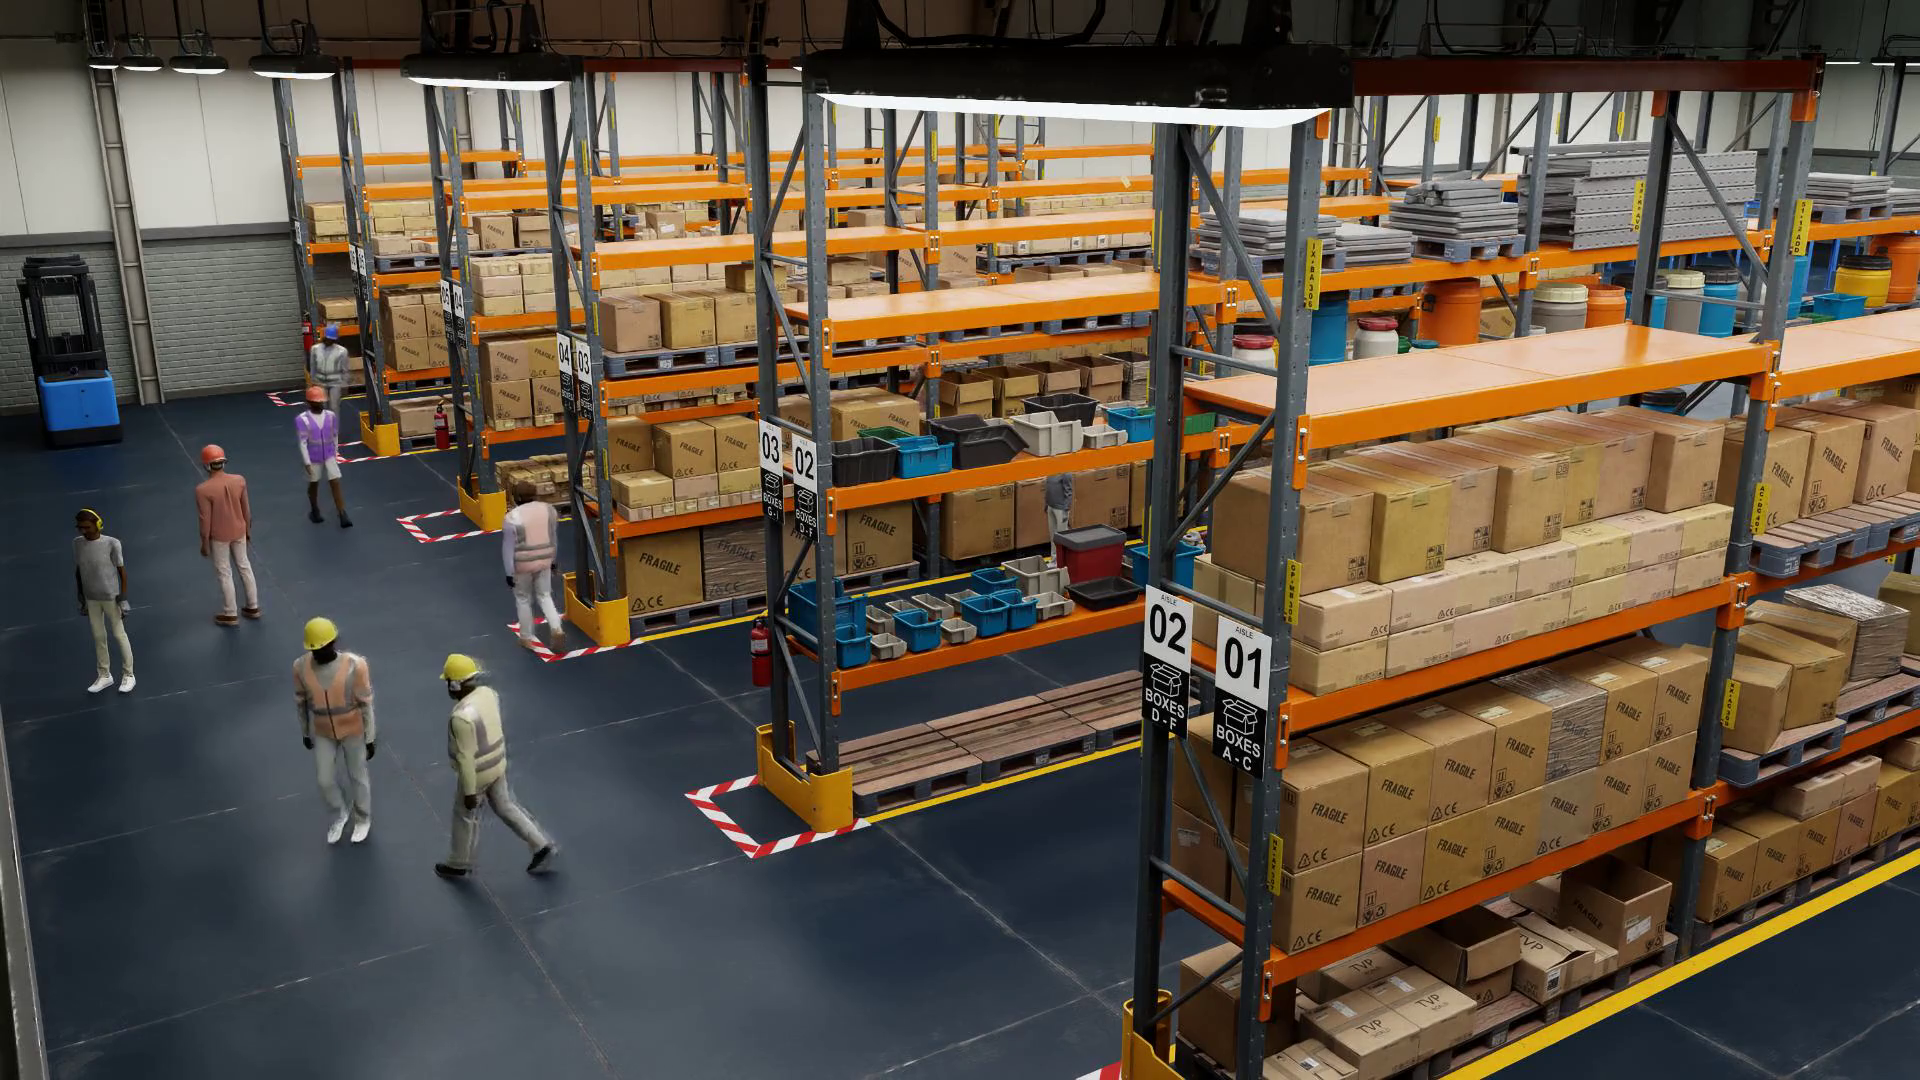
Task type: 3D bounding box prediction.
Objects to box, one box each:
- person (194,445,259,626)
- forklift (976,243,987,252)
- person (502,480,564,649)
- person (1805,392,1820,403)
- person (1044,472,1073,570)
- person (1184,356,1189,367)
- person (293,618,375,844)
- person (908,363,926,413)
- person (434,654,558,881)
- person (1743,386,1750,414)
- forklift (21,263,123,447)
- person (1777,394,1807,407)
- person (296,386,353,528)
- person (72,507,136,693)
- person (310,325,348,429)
[{"bbox_3d":[-8.036,-0.067,17.253,0.396,1.992,0.622,9,19,28],"label":"person"},{"bbox_3d":[0.988,-5.474,34.718,1.214,2.155,2.313,-10,20,-31],"label":"forklift"},{"bbox_3d":[-4.442,0.270,16.442,0.642,1.824,0.602,-14,22,-39],"label":"person"},{"bbox_3d":[15.168,-3.263,27.884,0.639,1.911,0.920,16,23,42],"label":"person"},{"bbox_3d":[1.161,-0.384,18.895,0.273,1.636,0.507,-9,19,-27],"label":"person"},{"bbox_3d":[3.336,-1.925,23.606,0.596,1.834,0.936,14,22,39],"label":"person"},{"bbox_3d":[-4.856,1.486,12.316,0.624,1.903,0.480,-1,17,-3],"label":"person"},{"bbox_3d":[-0.576,-1.663,22.722,0.642,1.914,0.666,2,17,7],"label":"person"},{"bbox_3d":[-3.532,1.707,11.806,0.885,1.790,0.633,3,17,9],"label":"person"},{"bbox_3d":[11.294,-1.508,22.522,0.765,1.671,0.537,-1,17,-4],"label":"person"},{"bbox_3d":[-14.518,-3.079,25.708,1.129,2.768,1.873,-10,20,-31],"label":"forklift"},{"bbox_3d":[12.803,-2.188,24.481,0.589,1.834,0.403,2,17,6],"label":"person"},{"bbox_3d":[-8.430,-1.096,20.830,0.550,1.888,1.010,-14,22,-38],"label":"person"},{"bbox_3d":[-8.352,0.580,15.357,0.512,1.865,0.329,1,17,2],"label":"person"},{"bbox_3d":[-10.123,-2.500,25.353,0.633,1.920,0.423,-1,17,-4],"label":"person"}]
